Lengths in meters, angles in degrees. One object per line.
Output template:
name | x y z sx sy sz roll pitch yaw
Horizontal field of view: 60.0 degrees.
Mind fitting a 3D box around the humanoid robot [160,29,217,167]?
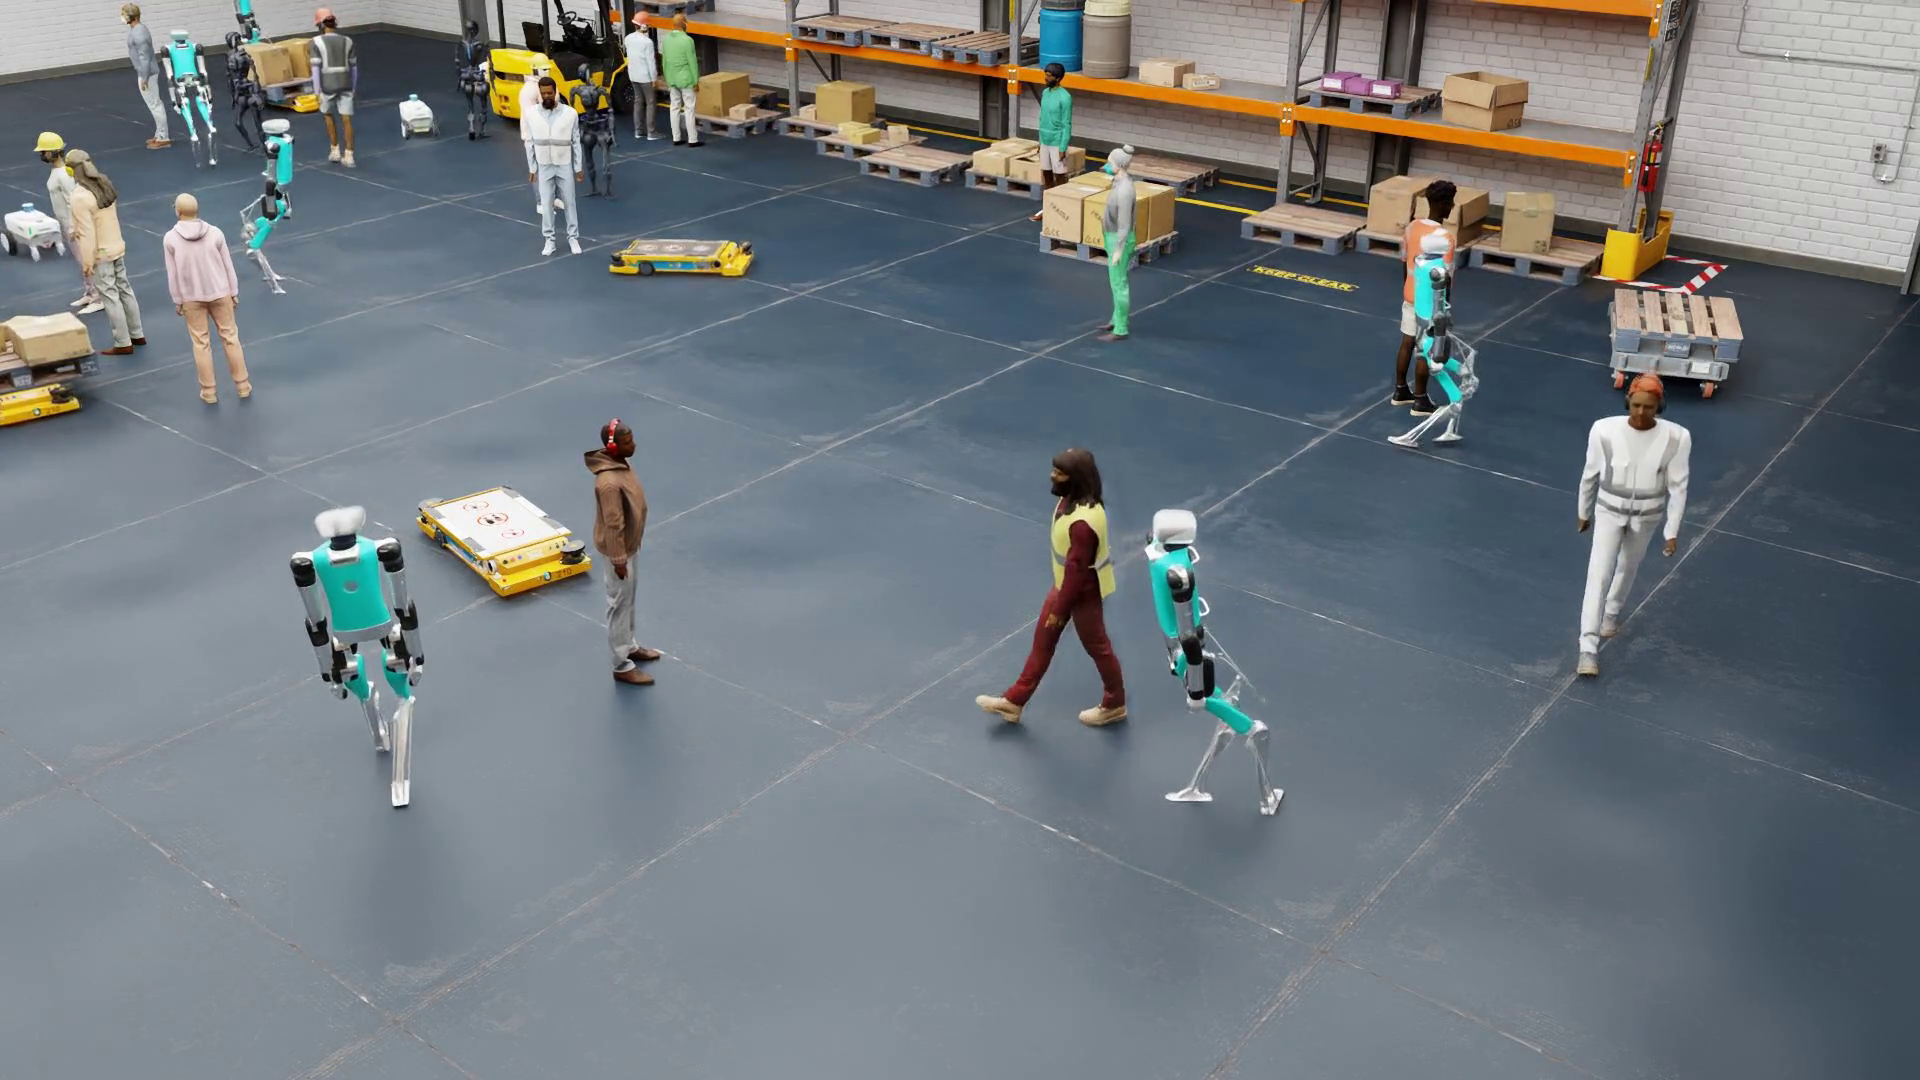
humanoid robot | -9.989 -5.702 21.758 0.550 1.812 0.849 -18 31 -32

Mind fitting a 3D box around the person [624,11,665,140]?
person | -4.445 -6.530 23.397 0.580 1.743 0.357 21 33 36

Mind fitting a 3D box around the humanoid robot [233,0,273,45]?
humanoid robot | -11.244 -8.139 26.761 0.694 1.804 0.531 0 26 0

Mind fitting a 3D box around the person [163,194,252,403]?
person | -6.361 -2.033 14.037 0.536 1.783 0.397 -14 29 -27

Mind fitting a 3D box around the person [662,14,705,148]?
person | -3.825 -6.323 22.925 0.551 1.781 0.384 13 28 24

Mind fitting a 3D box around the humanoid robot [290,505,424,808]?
humanoid robot | -3.119 0.536 8.817 0.556 1.814 0.903 -7 27 -15

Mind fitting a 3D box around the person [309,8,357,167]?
person | -8.235 -5.960 21.930 0.635 1.993 0.717 -18 31 -33

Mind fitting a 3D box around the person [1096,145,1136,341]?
person | 1.473 -2.775 15.508 0.324 1.842 0.523 1 26 3

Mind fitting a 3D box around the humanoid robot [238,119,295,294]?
humanoid robot | -7.068 -3.375 16.862 0.817 1.742 0.538 0 26 -1

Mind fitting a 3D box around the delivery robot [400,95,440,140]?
delivery robot | -7.755 -6.031 23.754 0.499 0.614 0.808 -12 28 -24

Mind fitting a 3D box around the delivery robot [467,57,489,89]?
delivery robot | -7.478 -7.443 26.624 0.738 0.567 0.501 -17 31 -32

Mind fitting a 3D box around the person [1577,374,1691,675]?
person | 4.030 -0.129 10.047 0.582 1.835 0.975 8 27 16

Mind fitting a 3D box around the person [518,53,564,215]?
person | -4.925 -4.815 19.705 0.423 1.866 0.803 11 28 22

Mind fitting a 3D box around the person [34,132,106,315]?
person | -8.705 -3.097 16.264 0.310 1.768 0.521 -17 30 -31

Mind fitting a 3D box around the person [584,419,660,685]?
person | -2.003 0.055 9.863 0.318 1.650 0.458 0 26 1

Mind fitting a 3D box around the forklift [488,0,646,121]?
forklift | -5.874 -7.334 24.552 1.214 2.155 2.313 19 32 34

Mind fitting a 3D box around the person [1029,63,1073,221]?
person | 1.094 -4.579 19.237 0.397 1.851 0.493 -18 31 -32

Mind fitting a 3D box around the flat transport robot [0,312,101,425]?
flat transport robot | -8.147 -1.323 14.311 0.659 0.231 1.431 -20 32 -36

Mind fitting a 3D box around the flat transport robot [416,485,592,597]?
flat transport robot | -3.206 -0.021 11.615 0.659 0.231 1.431 -19 32 -34

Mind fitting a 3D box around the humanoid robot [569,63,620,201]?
humanoid robot | -4.443 -4.974 20.259 0.616 1.640 0.504 4 26 8

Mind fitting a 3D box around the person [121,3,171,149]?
person | -11.185 -6.370 22.843 0.372 1.940 0.627 -10 28 -20

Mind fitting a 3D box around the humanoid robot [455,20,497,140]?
humanoid robot | -6.808 -6.425 23.276 0.607 1.634 0.460 4 26 8

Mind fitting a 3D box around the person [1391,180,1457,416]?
person | 3.874 -2.005 13.773 0.368 1.966 0.601 -9 27 -18

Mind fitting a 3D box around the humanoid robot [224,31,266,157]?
humanoid robot | -9.584 -5.995 22.374 0.588 1.646 0.348 11 28 22

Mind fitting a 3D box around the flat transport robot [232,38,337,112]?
flat transport robot | -10.346 -6.842 25.739 1.431 0.231 0.659 16 30 30

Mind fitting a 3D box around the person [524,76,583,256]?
person | -4.403 -4.071 18.107 0.587 1.920 0.392 -4 26 -8

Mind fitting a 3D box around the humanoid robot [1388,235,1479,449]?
humanoid robot | 3.842 -1.520 13.014 0.870 1.747 0.541 -2 26 -3

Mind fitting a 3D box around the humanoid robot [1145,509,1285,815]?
humanoid robot | 1.393 0.666 8.577 0.955 1.811 0.550 -3 26 -7

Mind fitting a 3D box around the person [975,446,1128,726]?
person | 0.561 0.296 9.265 0.917 1.722 0.482 -4 26 -8

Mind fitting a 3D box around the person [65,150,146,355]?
person | -7.785 -2.612 15.135 0.390 1.874 0.562 2 26 4

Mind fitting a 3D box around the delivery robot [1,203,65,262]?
delivery robot | -10.181 -3.396 18.271 0.783 0.592 0.499 22 33 38

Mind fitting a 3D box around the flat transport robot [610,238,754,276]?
flat transport robot | -2.975 -3.026 17.837 1.431 0.231 0.659 2 26 4
